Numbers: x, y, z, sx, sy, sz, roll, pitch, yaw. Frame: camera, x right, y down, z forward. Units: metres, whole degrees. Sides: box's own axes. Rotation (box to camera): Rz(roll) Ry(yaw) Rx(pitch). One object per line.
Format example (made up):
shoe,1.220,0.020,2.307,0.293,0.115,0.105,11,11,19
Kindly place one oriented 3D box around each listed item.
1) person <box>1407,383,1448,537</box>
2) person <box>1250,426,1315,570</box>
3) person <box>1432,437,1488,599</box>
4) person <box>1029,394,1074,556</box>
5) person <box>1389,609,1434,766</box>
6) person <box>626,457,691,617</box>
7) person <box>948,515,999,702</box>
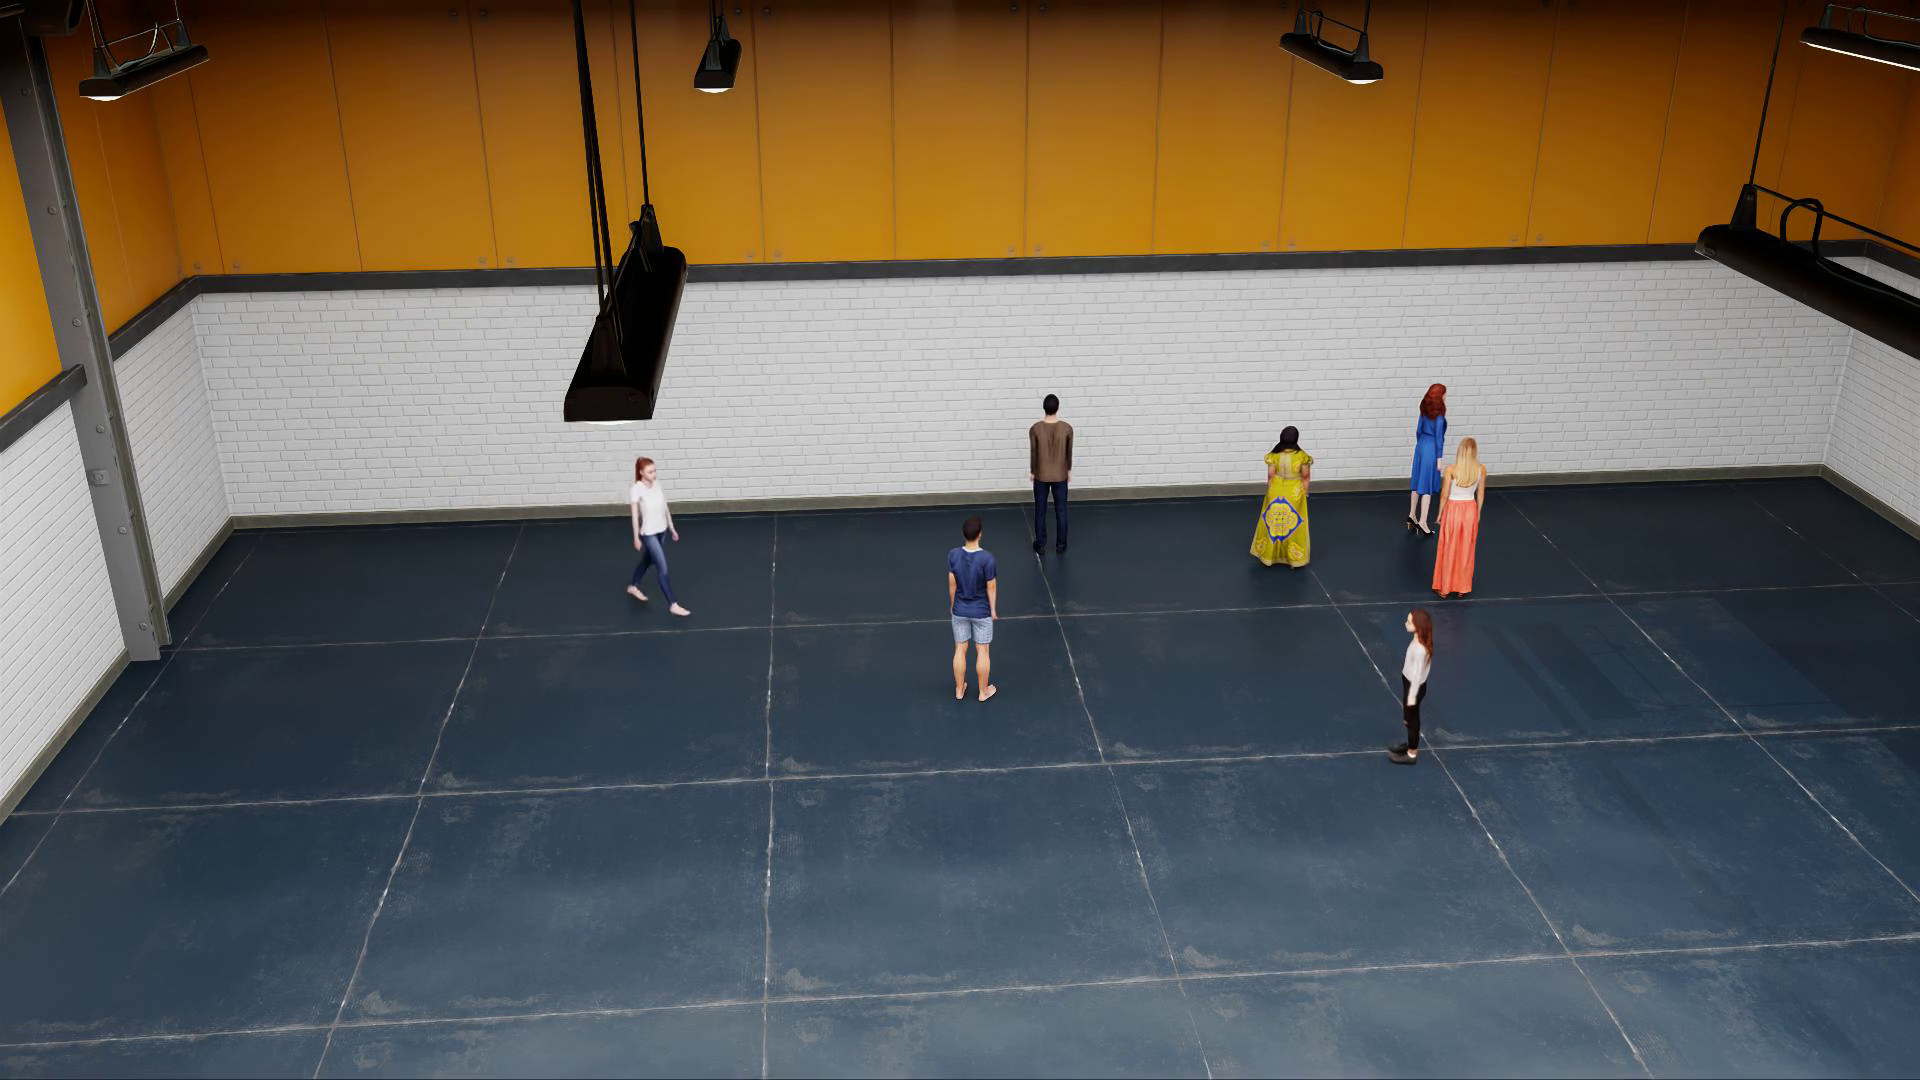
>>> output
person,5.425,-0.944,19.290,0.722,1.827,0.569,-7,24,-15
person,3.620,-0.482,18.440,0.968,1.660,0.941,7,25,15
person,5.324,-0.242,17.714,0.645,1.803,0.604,1,24,2
person,1.024,-0.741,18.750,0.650,1.888,0.568,-1,24,-2
person,4.008,1.280,14.632,0.659,1.483,0.515,6,24,13
person,-3.291,-0.064,17.438,1.059,1.698,1.137,13,27,27
person,0.115,0.648,15.620,0.690,1.849,0.676,6,24,14
